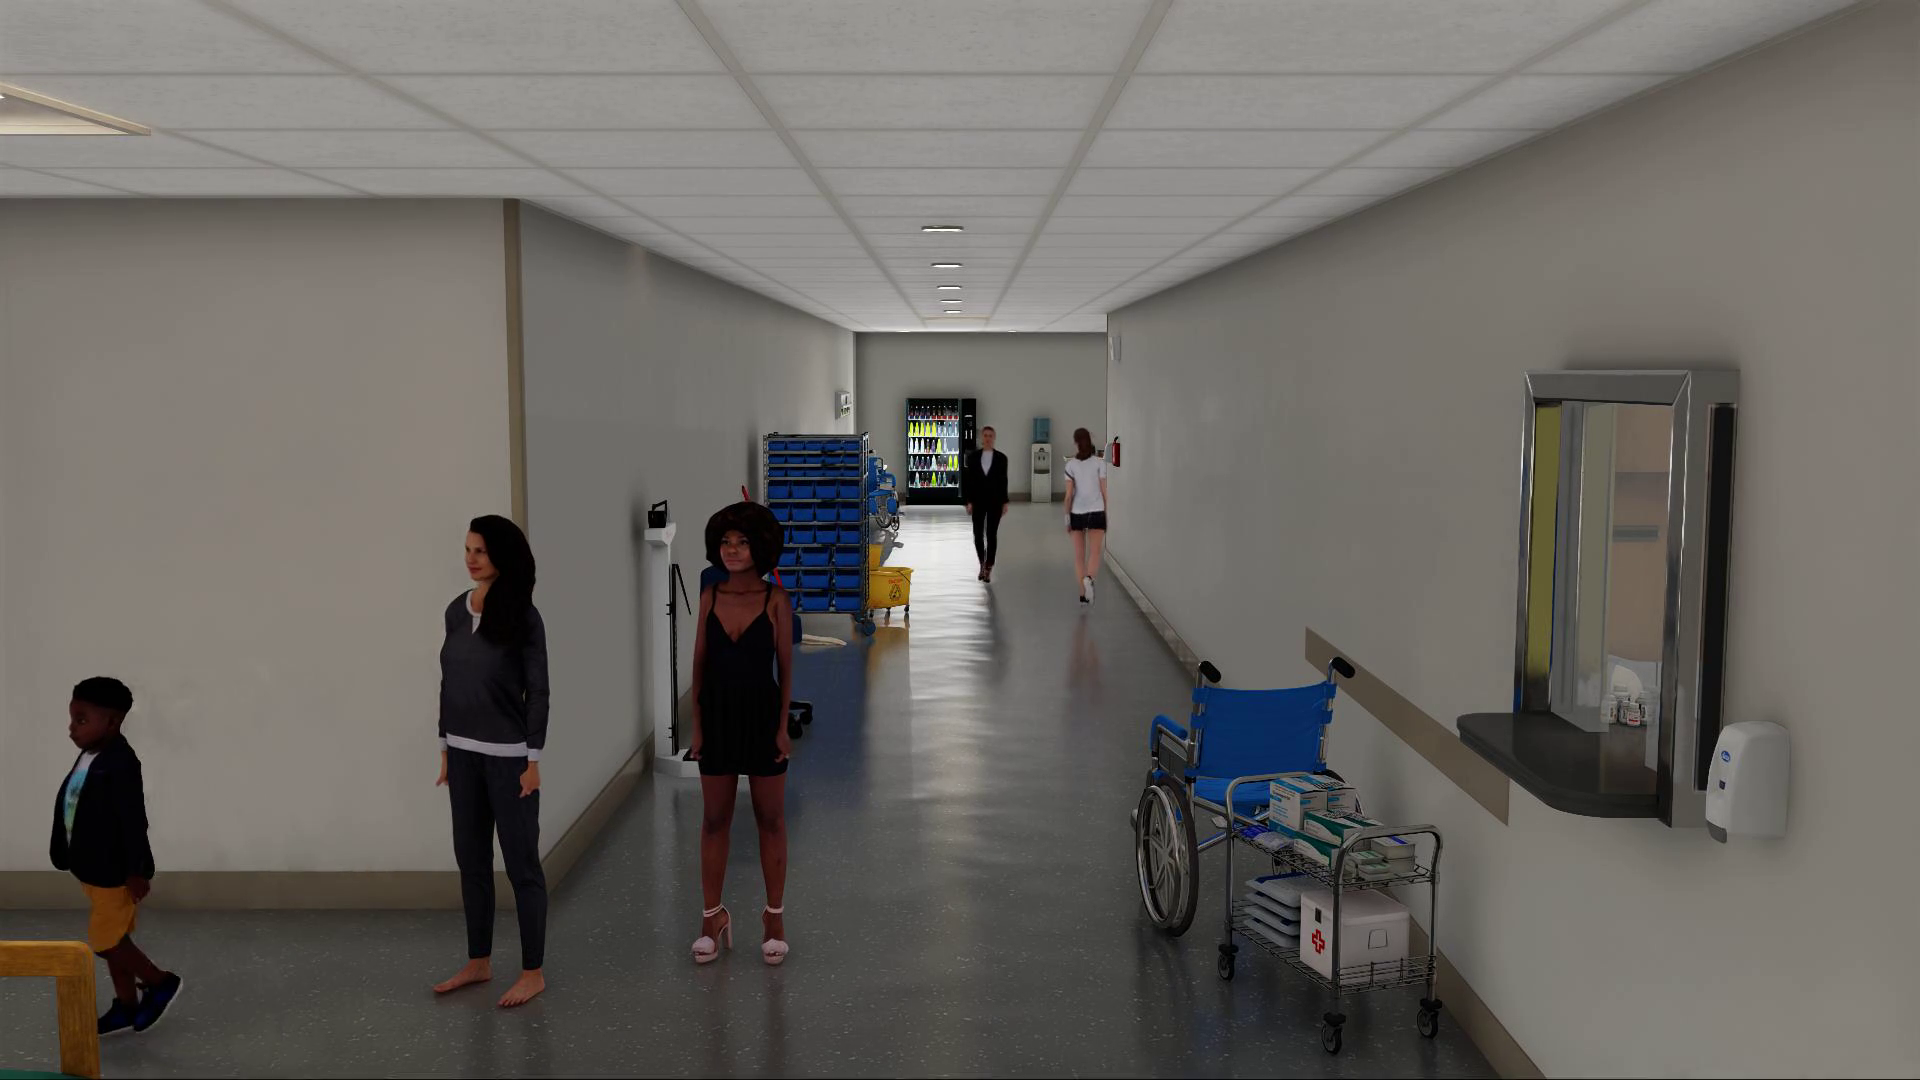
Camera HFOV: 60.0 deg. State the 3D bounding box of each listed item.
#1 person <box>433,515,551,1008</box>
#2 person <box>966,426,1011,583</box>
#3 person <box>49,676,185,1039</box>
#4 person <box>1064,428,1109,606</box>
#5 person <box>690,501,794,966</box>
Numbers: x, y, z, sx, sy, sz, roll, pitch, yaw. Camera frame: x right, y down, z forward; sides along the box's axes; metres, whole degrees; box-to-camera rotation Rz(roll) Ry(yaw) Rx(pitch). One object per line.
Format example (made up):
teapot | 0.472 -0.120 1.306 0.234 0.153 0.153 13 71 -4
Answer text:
person | -1.704 0.784 6.085 0.600 1.771 0.742 2 6 23
person | 0.306 -0.379 18.030 0.526 1.695 0.716 1 6 5
person | -2.838 1.081 5.703 0.670 1.258 0.731 6 8 44
person | 1.215 -0.190 15.986 0.932 1.728 0.681 1 6 5
person | -0.837 0.740 6.432 0.484 1.790 0.622 0 6 4
